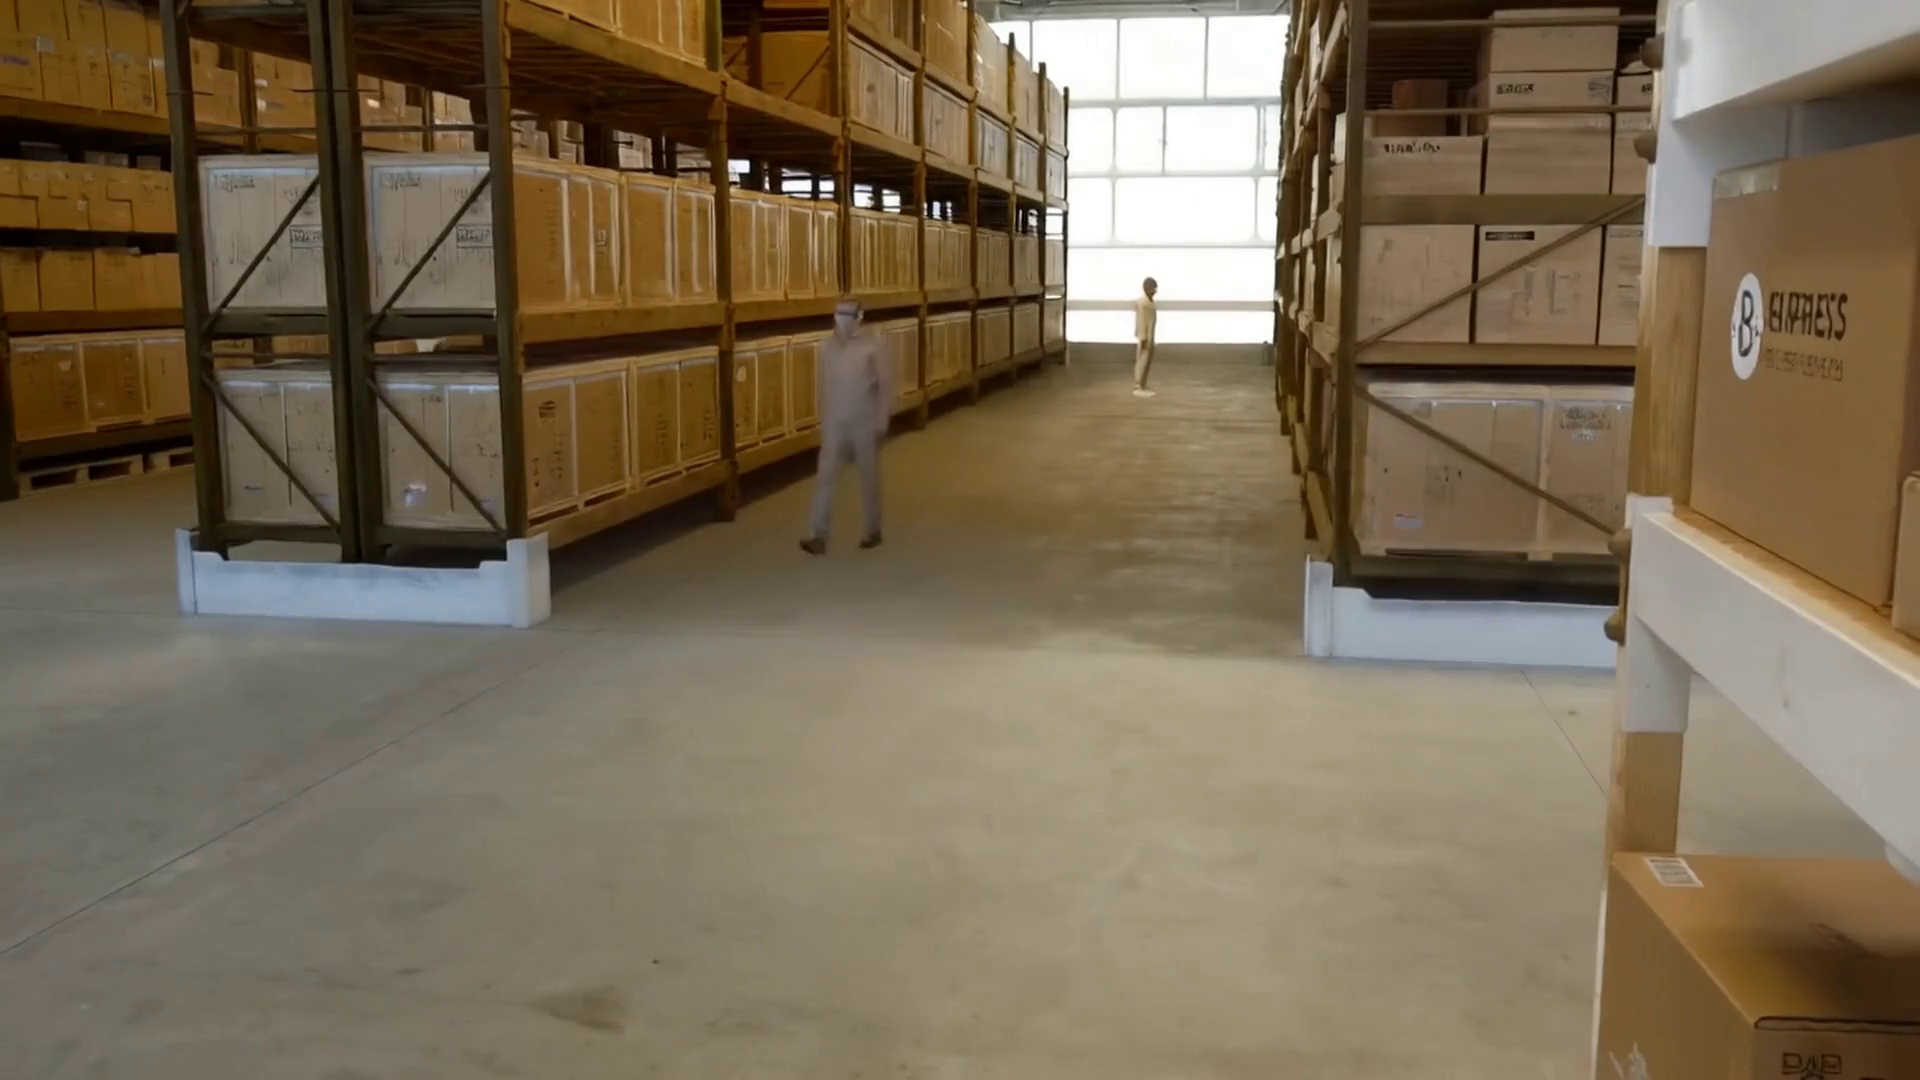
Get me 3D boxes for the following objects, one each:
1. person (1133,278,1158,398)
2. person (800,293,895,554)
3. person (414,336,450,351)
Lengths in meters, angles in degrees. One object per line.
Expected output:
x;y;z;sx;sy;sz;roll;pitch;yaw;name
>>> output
3.005;-3.254;26.843;0.373;1.931;0.626;4;10;22;person
-0.800;-0.821;11.931;0.660;1.865;0.938;3;10;19;person
-6.735;-2.260;21.389;0.529;1.689;0.865;4;10;23;person
